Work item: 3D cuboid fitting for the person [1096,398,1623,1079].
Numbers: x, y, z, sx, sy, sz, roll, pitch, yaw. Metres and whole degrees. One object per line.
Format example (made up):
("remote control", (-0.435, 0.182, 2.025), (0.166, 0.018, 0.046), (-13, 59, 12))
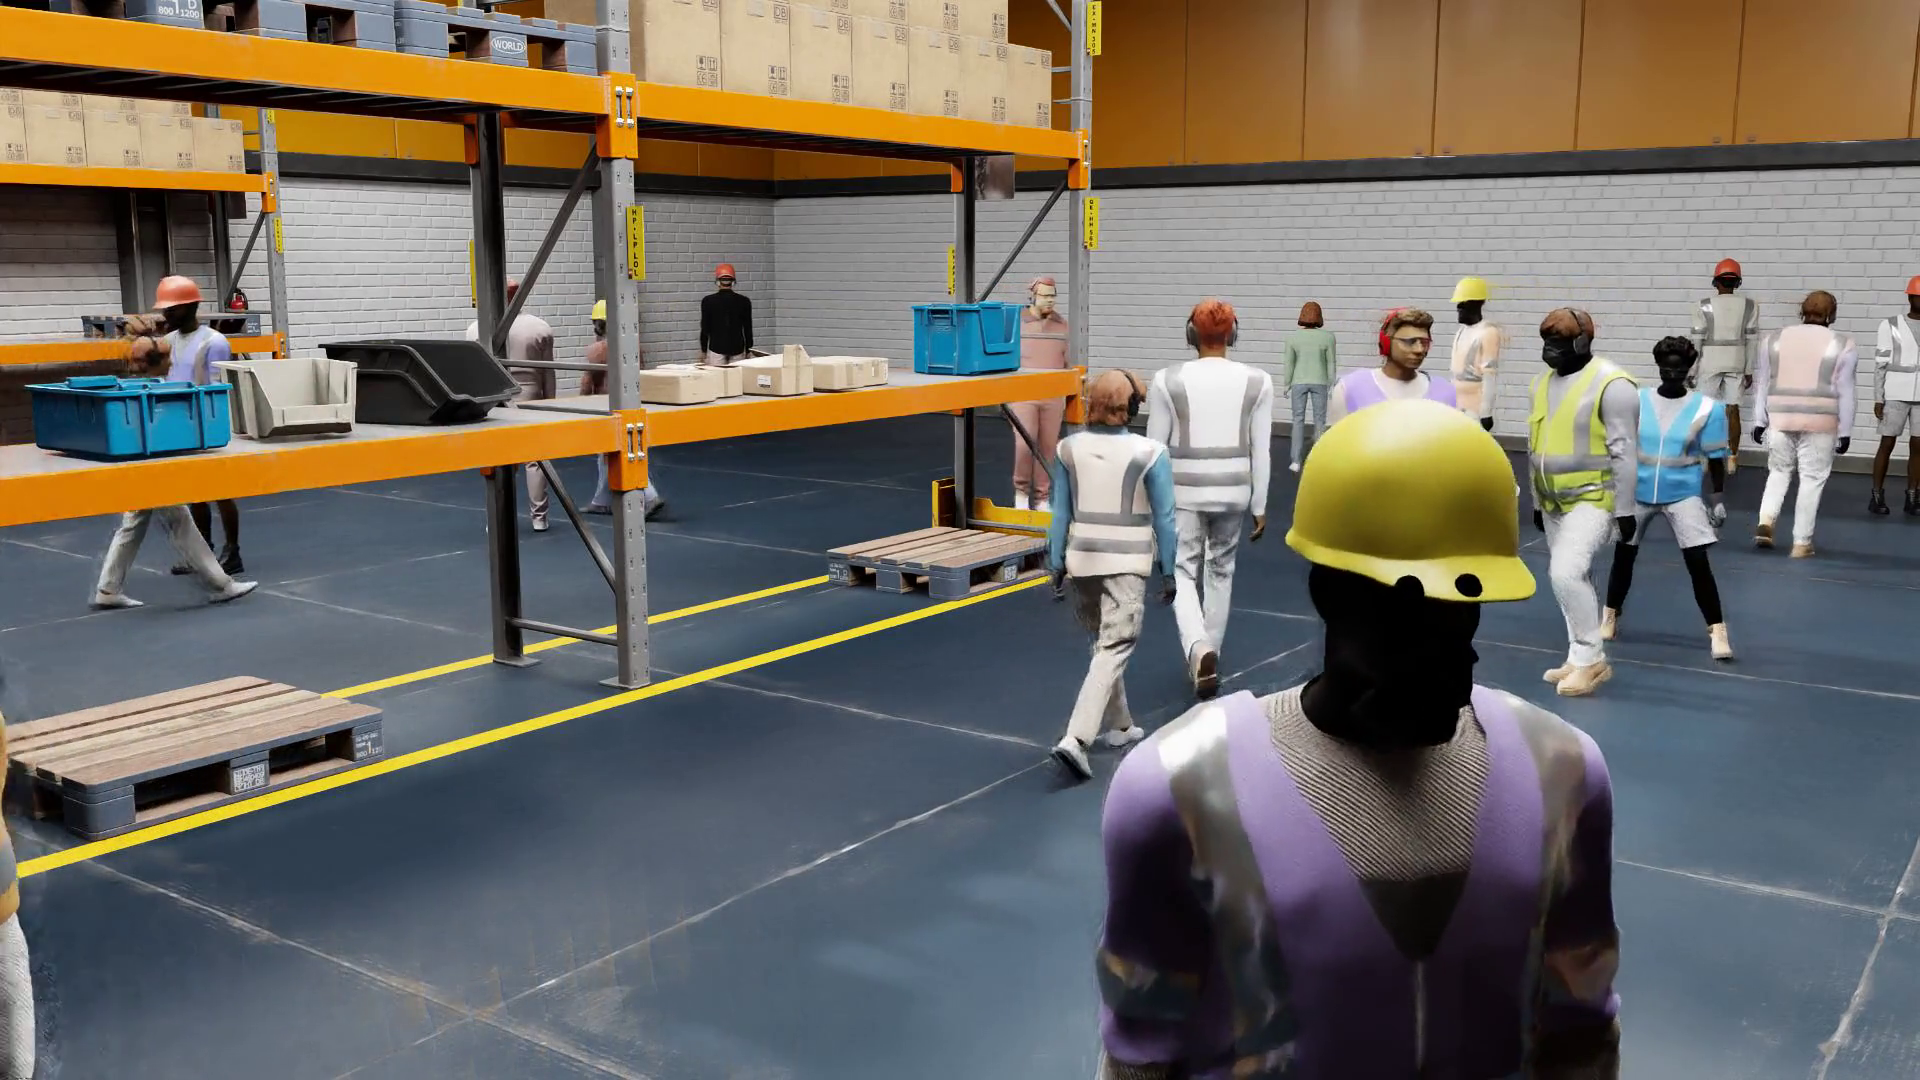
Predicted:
("person", (0.455, 0.775, 1.884), (0.600, 1.892, 0.888), (-2, 10, -12))

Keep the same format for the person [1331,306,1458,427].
("person", (1.879, -0.106, 7.290), (0.598, 1.827, 0.443), (-2, 10, -9))

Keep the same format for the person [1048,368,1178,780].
("person", (0.578, 0.122, 6.617), (0.526, 1.605, 0.811), (6, 11, 33))

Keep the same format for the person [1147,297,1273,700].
("person", (1.140, -0.176, 7.625), (0.583, 1.862, 0.742), (0, 10, -1))

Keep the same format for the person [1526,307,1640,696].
("person", (2.896, -0.176, 7.801), (0.501, 1.811, 0.636), (-3, 10, -19))

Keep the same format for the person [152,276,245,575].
("person", (-4.910, -0.713, 10.636), (0.555, 1.922, 0.408), (4, 10, 24))

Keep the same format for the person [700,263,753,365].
("person", (-2.711, -2.211, 19.361), (0.617, 1.992, 0.402), (-4, 10, -21))

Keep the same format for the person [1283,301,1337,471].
("person", (3.361, -1.471, 16.004), (0.499, 1.634, 0.279), (2, 10, 13))

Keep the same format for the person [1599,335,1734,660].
("person", (3.691, -0.225, 8.561), (0.707, 1.658, 0.478), (6, 11, 30))

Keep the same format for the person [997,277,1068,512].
("person", (0.646, -1.120, 13.123), (0.681, 1.893, 0.459), (-3, 10, -19))

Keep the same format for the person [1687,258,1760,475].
("person", (7.206, -1.633, 15.761), (0.606, 2.044, 0.373), (2, 10, 9))

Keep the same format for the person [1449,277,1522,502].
("person", (3.949, -1.047, 12.687), (0.576, 1.910, 0.587), (-1, 10, -8))

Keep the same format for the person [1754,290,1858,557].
("person", (5.732, -0.778, 11.299), (0.479, 1.830, 0.653), (-9, 13, -43))

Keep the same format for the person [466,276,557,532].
("person", (-3.318, -0.991, 12.324), (0.649, 1.913, 0.409), (-5, 11, -26))

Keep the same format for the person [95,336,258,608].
("person", (-4.650, -0.387, 9.693), (0.881, 1.583, 0.523), (-5, 11, -28))

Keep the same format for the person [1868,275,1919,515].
("person", (7.556, -1.147, 13.220), (0.544, 1.930, 0.388), (2, 10, 13))

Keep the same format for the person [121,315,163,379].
("person", (-6.618, -1.051, 13.658), (0.522, 1.569, 0.894), (6, 12, 34))

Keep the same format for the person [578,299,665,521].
("person", (-2.668, -1.016, 13.020), (0.862, 1.729, 0.522), (4, 10, 21))

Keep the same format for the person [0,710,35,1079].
("person", (-1.382, 0.755, 1.898), (0.594, 1.912, 0.562), (1, 10, 8))
